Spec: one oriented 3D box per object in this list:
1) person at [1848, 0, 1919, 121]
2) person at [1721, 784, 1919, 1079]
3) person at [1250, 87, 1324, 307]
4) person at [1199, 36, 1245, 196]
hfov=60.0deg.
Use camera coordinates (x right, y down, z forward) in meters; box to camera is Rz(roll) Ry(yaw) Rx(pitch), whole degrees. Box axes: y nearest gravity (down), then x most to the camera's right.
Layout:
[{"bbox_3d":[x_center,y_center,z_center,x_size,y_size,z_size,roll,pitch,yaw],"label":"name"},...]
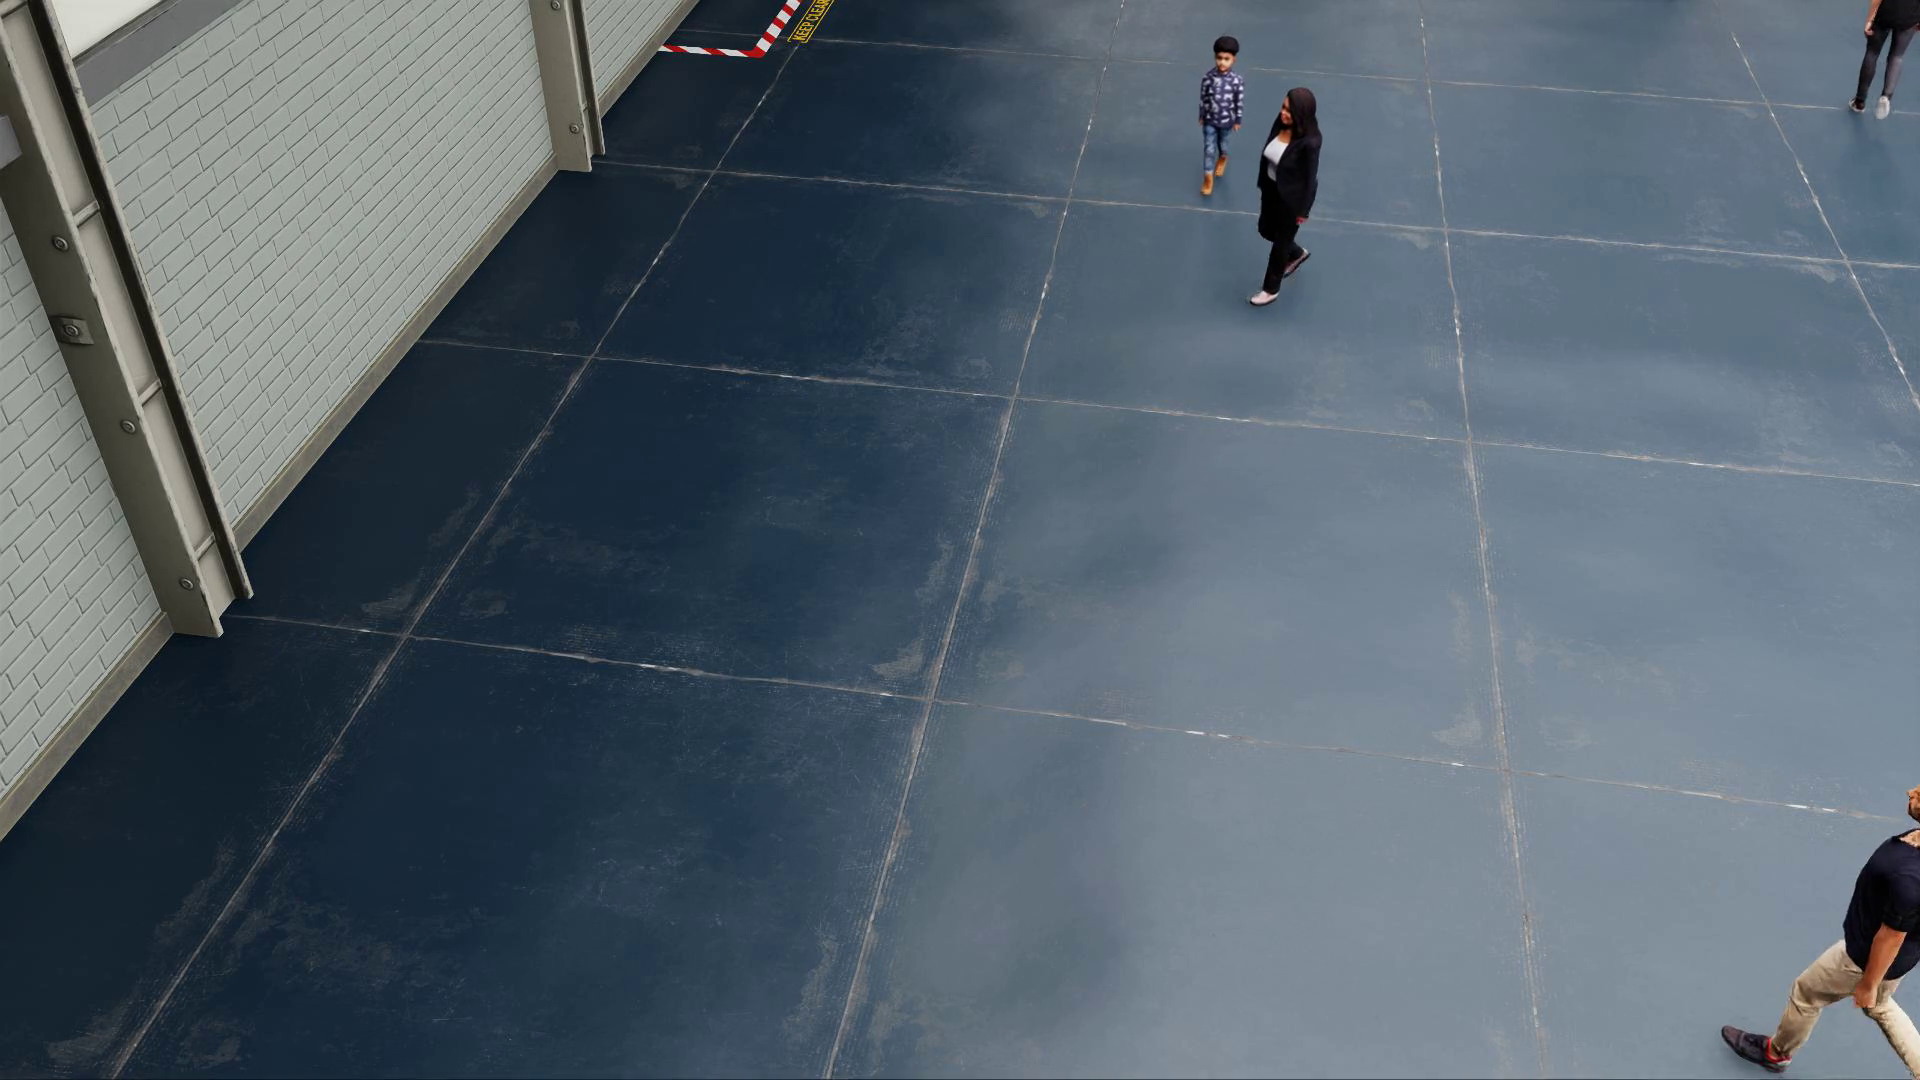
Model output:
[{"bbox_3d":[8.055,-4.484,14.268,0.711,1.817,0.926,11,39,13],"label":"person"},{"bbox_3d":[3.656,1.635,6.440,1.137,1.825,1.126,-29,47,-32],"label":"person"},{"bbox_3d":[2.378,-2.475,11.872,0.999,1.605,0.953,-21,43,-24],"label":"person"},{"bbox_3d":[2.103,-3.448,13.419,0.524,1.232,0.833,8,39,10],"label":"person"}]
